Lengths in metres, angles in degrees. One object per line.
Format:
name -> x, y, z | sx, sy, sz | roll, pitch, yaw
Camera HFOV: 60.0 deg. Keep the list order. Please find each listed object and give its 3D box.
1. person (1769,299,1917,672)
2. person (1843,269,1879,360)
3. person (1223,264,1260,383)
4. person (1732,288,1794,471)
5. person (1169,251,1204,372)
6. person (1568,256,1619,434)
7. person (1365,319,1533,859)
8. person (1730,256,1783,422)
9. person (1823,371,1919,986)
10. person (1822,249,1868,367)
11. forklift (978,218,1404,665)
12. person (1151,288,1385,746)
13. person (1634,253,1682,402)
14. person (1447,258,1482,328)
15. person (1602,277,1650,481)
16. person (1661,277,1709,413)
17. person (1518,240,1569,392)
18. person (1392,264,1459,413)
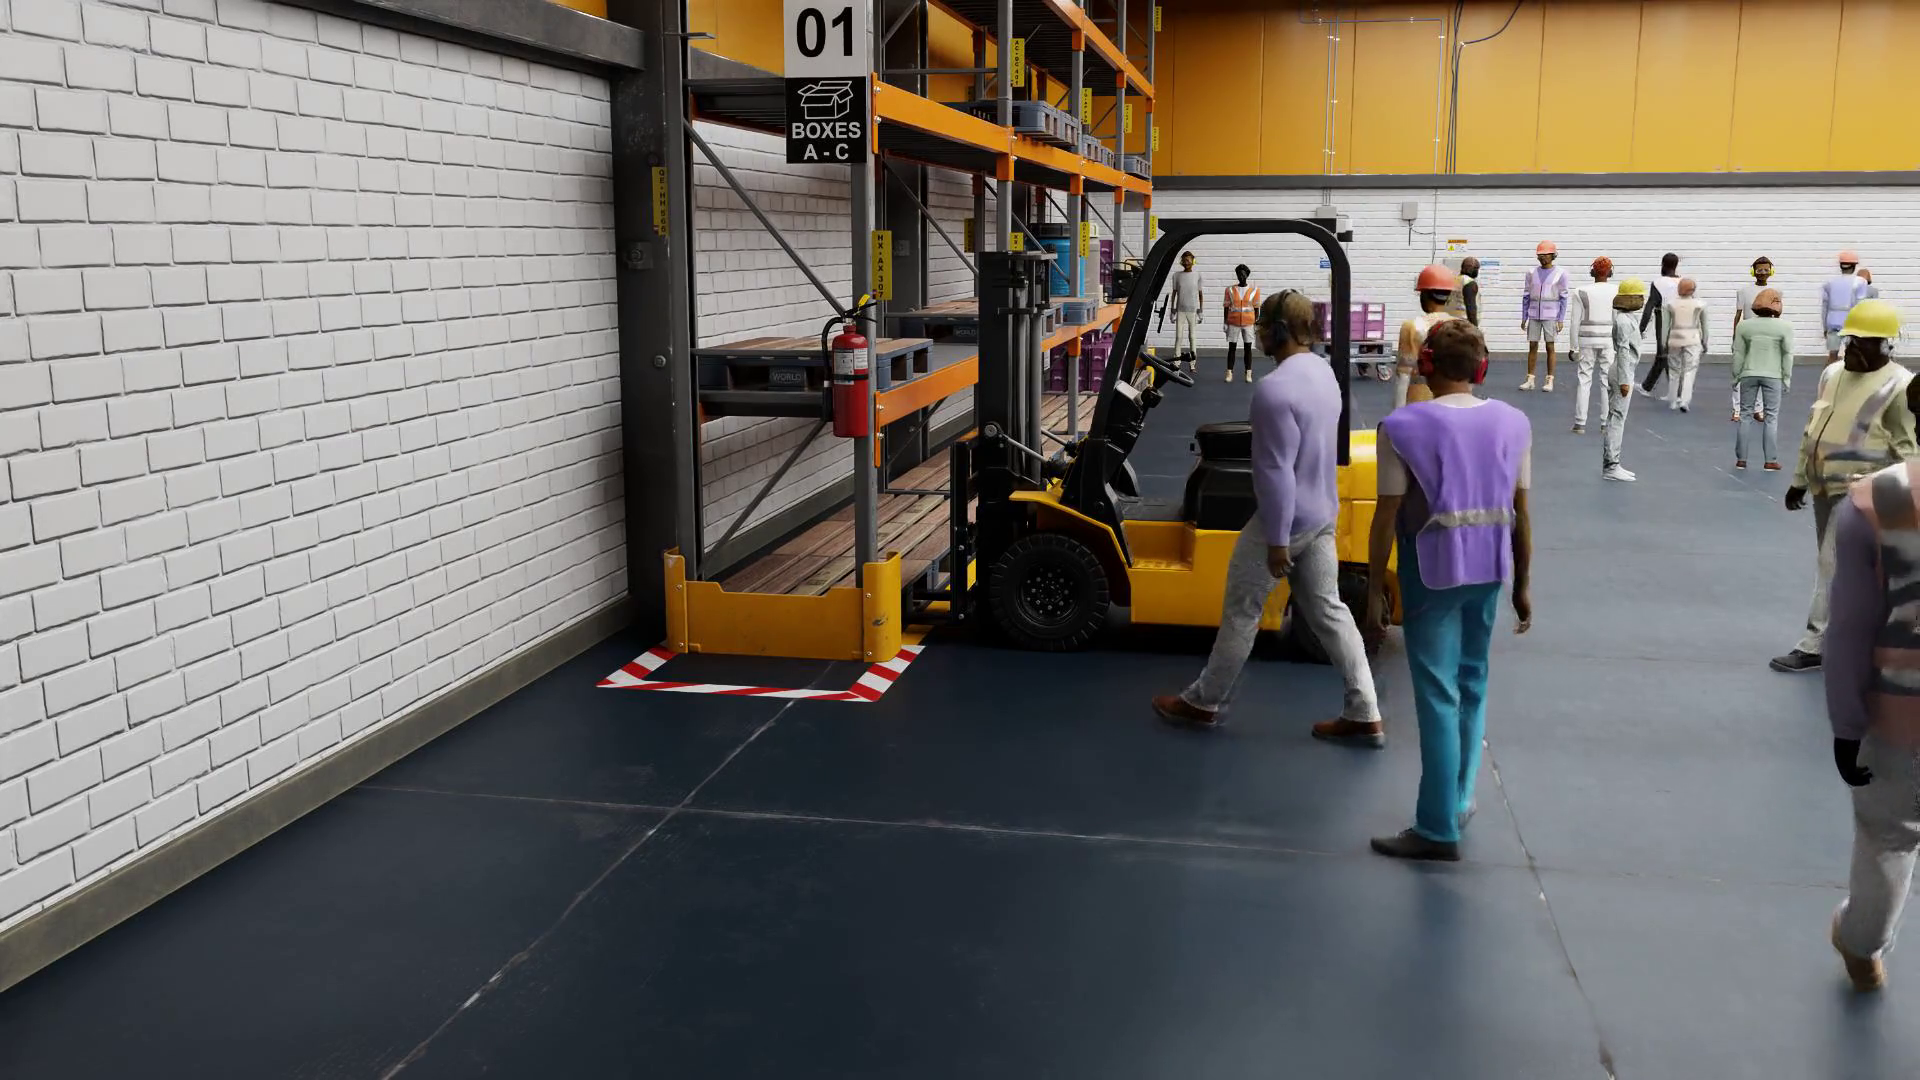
person -> 4.355, -0.268, 8.073 | 0.838, 1.804, 0.597 | -2, 10, -9
person -> 13.985, -3.418, 25.897 | 0.516, 1.602, 0.767 | 7, 12, 32
person -> 4.040, -3.105, 23.912 | 0.541, 1.696, 0.316 | 2, 11, 11
person -> 7.200, -1.437, 14.941 | 0.499, 1.632, 0.285 | 8, 13, 39
person -> 3.518, -3.540, 25.821 | 0.532, 1.871, 0.319 | 2, 11, 11
person -> 6.783, -2.066, 17.708 | 0.578, 1.883, 0.353 | 2, 11, 13
person -> 1.679, 0.164, 5.712 | 0.621, 1.814, 0.532 | -3, 11, -16
person -> 9.018, -2.264, 18.829 | 0.532, 1.871, 0.319 | 2, 11, 11
person -> 2.531, 0.427, 4.274 | 0.634, 1.787, 0.973 | 4, 11, 20
person -> 11.369, -2.755, 21.360 | 0.637, 1.918, 0.556 | -9, 14, -41
forklift -> 1.285, -0.567, 8.635 | 2.313, 2.155, 1.214 | 2, 11, 11
person -> 1.331, -0.091, 6.892 | 0.996, 1.885, 0.647 | 8, 13, 37
person -> 9.025, -2.741, 21.447 | 0.597, 1.874, 0.970 | -5, 11, -25
person -> 6.591, -2.791, 21.882 | 0.535, 1.818, 0.825 | -1, 10, -3
person -> 5.749, -1.387, 14.370 | 0.294, 1.744, 0.487 | 4, 11, 22
person -> 8.685, -2.334, 19.963 | 0.518, 1.650, 0.527 | 7, 12, 33
person -> 7.910, -3.033, 22.566 | 0.607, 2.044, 0.378 | 9, 13, 39
person -> 3.131, -0.842, 10.898 | 0.546, 1.921, 0.769 | -5, 11, -24
